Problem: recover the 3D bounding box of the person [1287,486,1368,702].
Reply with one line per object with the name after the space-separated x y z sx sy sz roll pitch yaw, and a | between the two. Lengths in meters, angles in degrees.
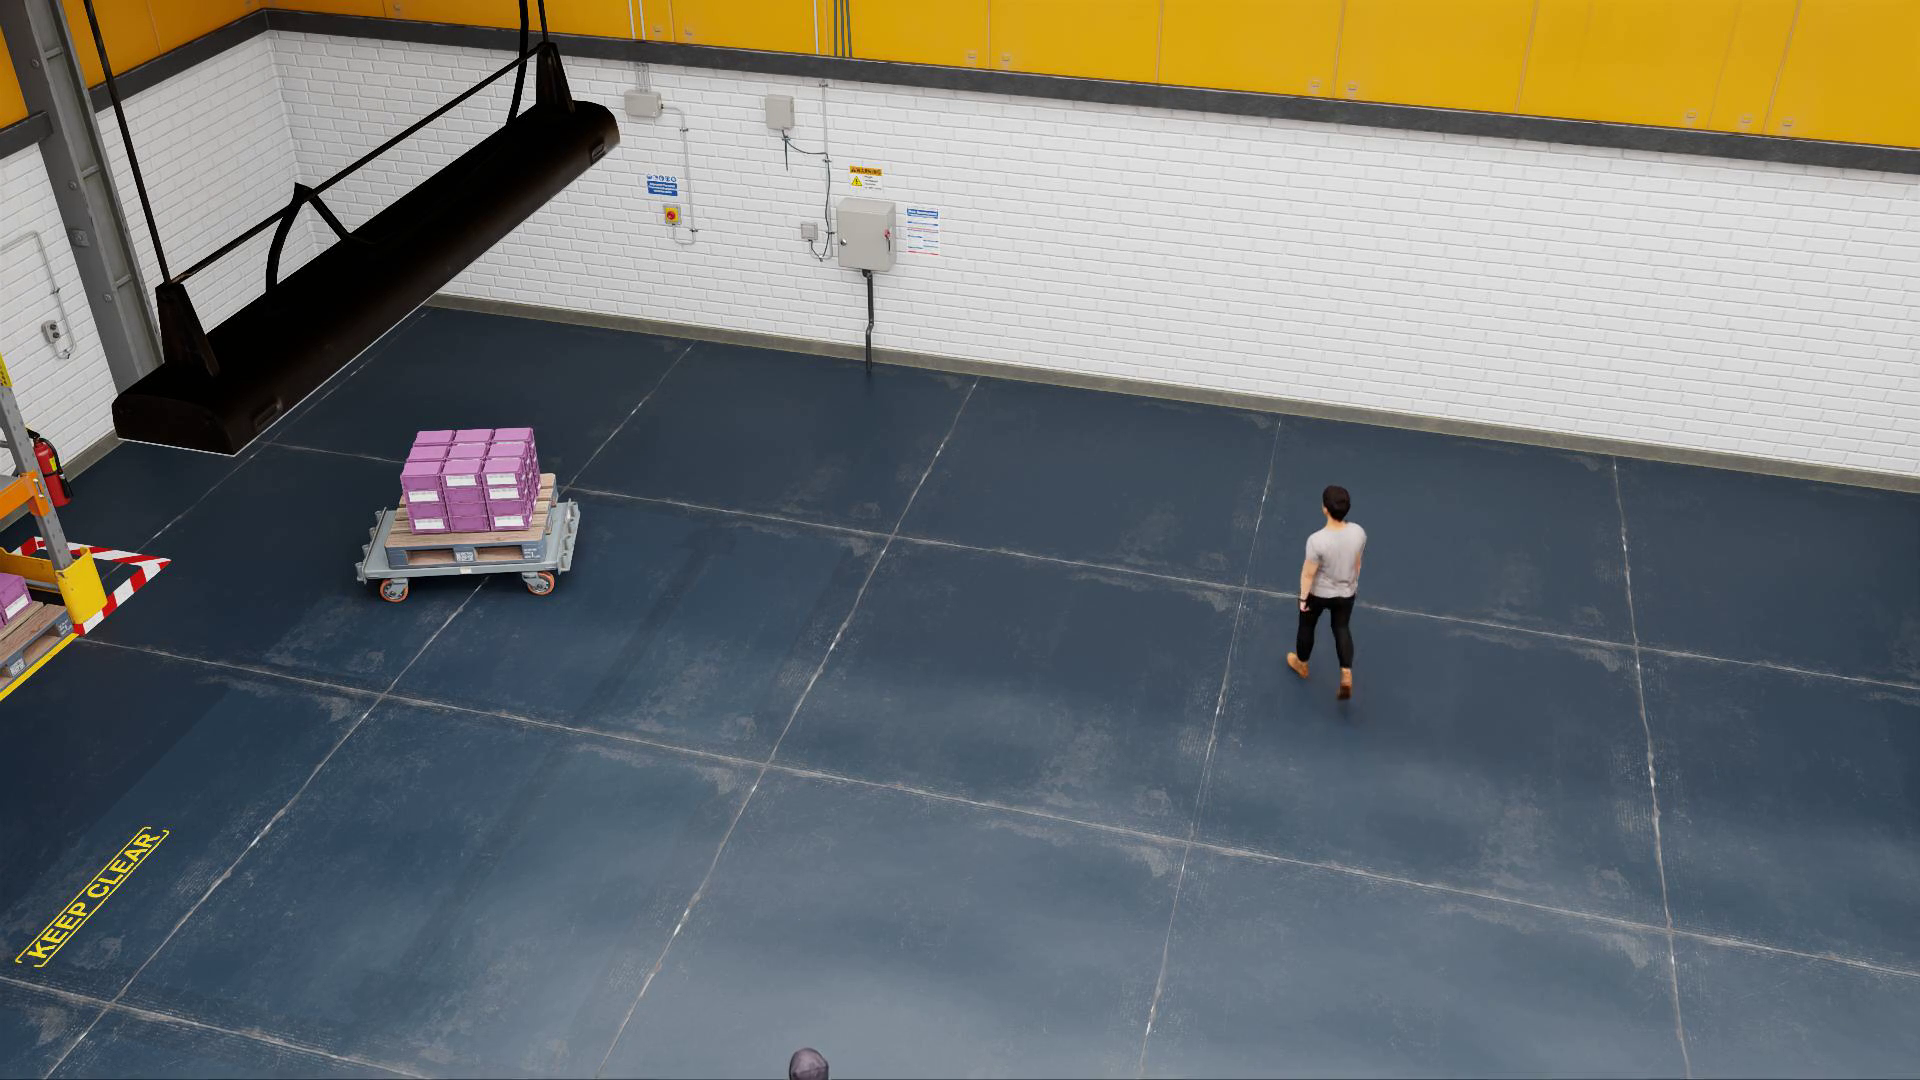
2.660 0.387 11.836 0.851 1.701 1.043 -5 34 -8 | person
